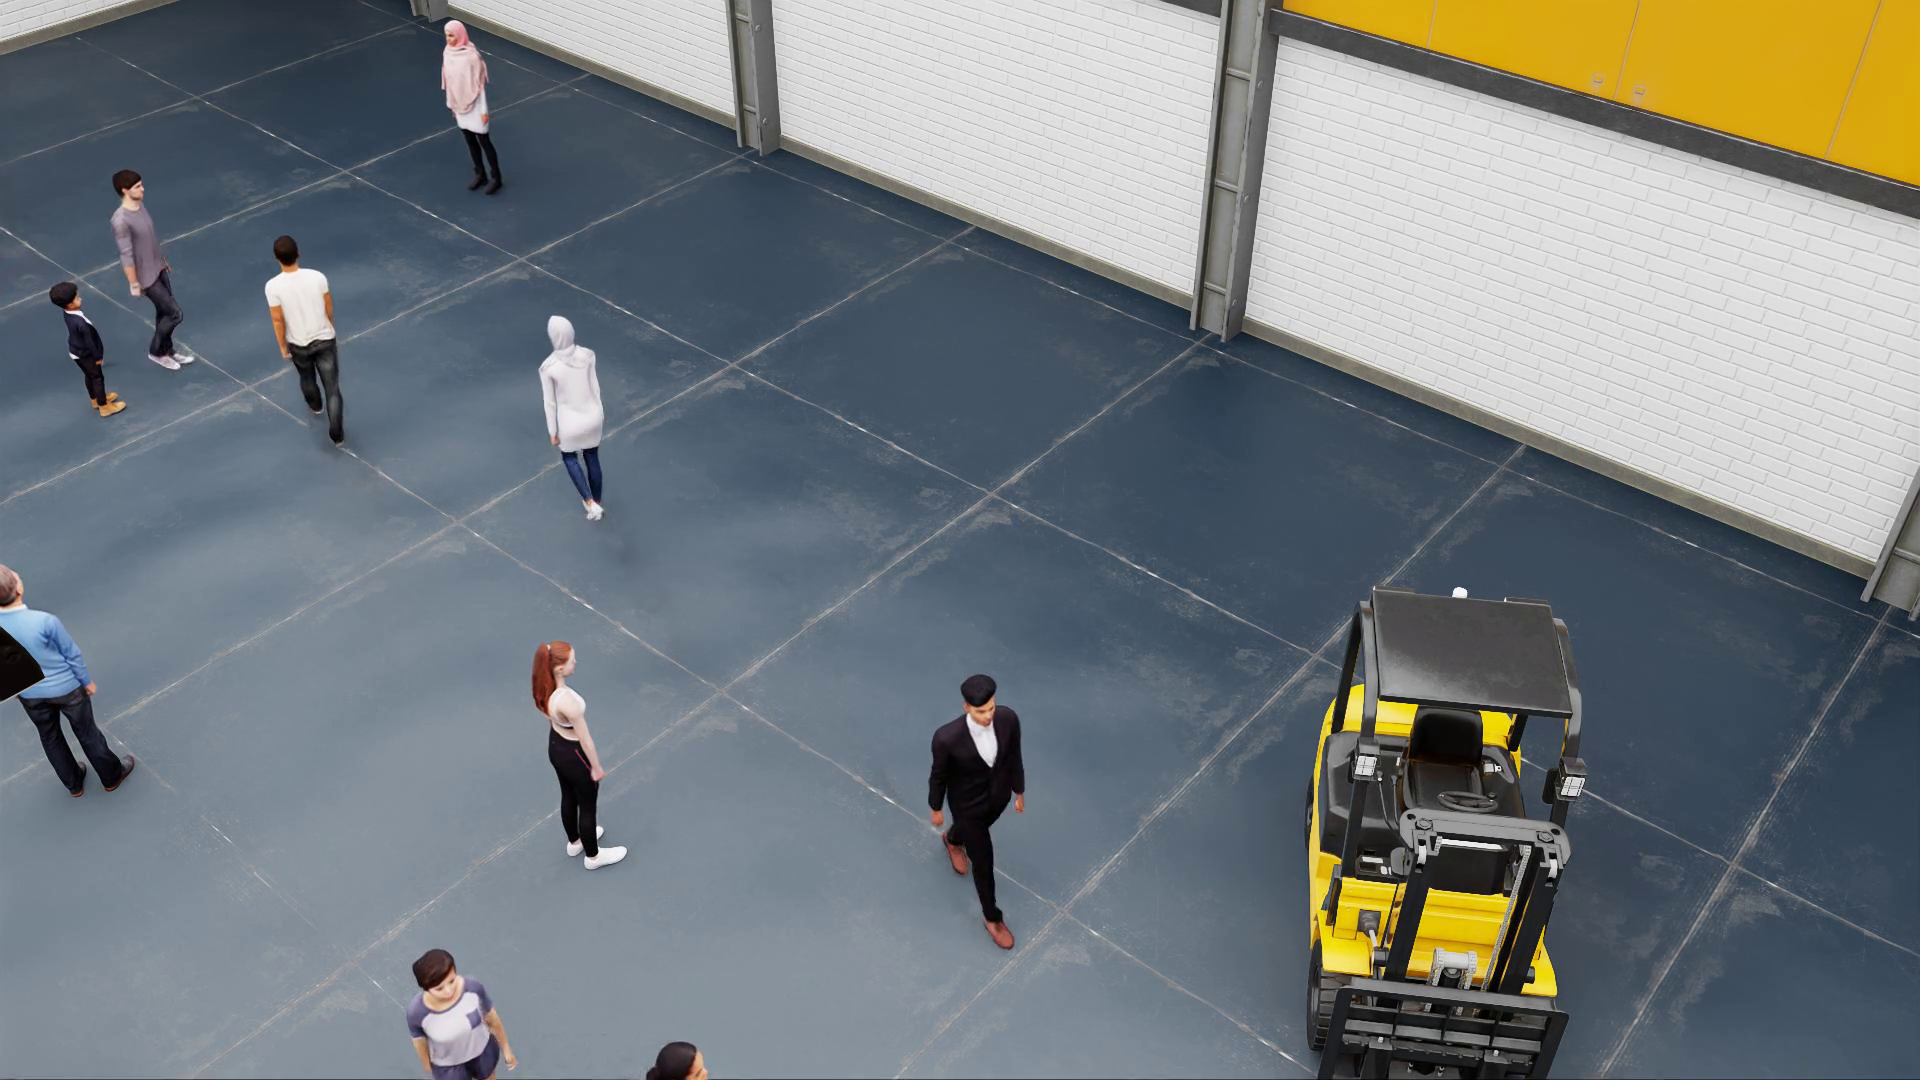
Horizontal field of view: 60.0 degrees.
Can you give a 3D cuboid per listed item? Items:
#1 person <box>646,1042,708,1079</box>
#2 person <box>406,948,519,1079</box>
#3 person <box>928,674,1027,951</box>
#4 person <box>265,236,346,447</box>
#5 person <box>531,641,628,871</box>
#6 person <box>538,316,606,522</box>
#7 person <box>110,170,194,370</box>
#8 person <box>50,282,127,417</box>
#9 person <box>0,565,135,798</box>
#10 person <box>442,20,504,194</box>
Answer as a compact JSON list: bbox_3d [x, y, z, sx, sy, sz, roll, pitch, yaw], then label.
[{"bbox_3d":[-1.416,2.961,7.898,1.160,1.704,1.003,5,39,6],"label":"person"},{"bbox_3d":[-2.569,2.574,8.504,0.598,1.552,0.622,-28,46,-30],"label":"person"},{"bbox_3d":[0.072,1.439,9.692,1.001,1.844,1.284,-18,42,-22],"label":"person"},{"bbox_3d":[-5.259,-1.568,13.519,0.950,1.767,1.157,-16,41,-19],"label":"person"},{"bbox_3d":[-2.329,1.289,9.953,0.670,1.752,0.496,-30,47,-32],"label":"person"},{"bbox_3d":[-2.860,-0.846,12.617,0.745,1.764,0.827,-21,43,-24],"label":"person"},{"bbox_3d":[-7.119,-2.313,14.399,0.877,1.833,0.815,-1,39,-1],"label":"person"},{"bbox_3d":[-7.384,-1.618,14.017,0.578,1.223,0.432,-32,48,-33],"label":"person"},{"bbox_3d":[-5.703,0.889,10.400,0.737,1.820,0.792,-4,39,-5],"label":"person"},{"bbox_3d":[-5.032,-4.459,17.109,0.605,1.804,0.739,16,41,20],"label":"person"}]
